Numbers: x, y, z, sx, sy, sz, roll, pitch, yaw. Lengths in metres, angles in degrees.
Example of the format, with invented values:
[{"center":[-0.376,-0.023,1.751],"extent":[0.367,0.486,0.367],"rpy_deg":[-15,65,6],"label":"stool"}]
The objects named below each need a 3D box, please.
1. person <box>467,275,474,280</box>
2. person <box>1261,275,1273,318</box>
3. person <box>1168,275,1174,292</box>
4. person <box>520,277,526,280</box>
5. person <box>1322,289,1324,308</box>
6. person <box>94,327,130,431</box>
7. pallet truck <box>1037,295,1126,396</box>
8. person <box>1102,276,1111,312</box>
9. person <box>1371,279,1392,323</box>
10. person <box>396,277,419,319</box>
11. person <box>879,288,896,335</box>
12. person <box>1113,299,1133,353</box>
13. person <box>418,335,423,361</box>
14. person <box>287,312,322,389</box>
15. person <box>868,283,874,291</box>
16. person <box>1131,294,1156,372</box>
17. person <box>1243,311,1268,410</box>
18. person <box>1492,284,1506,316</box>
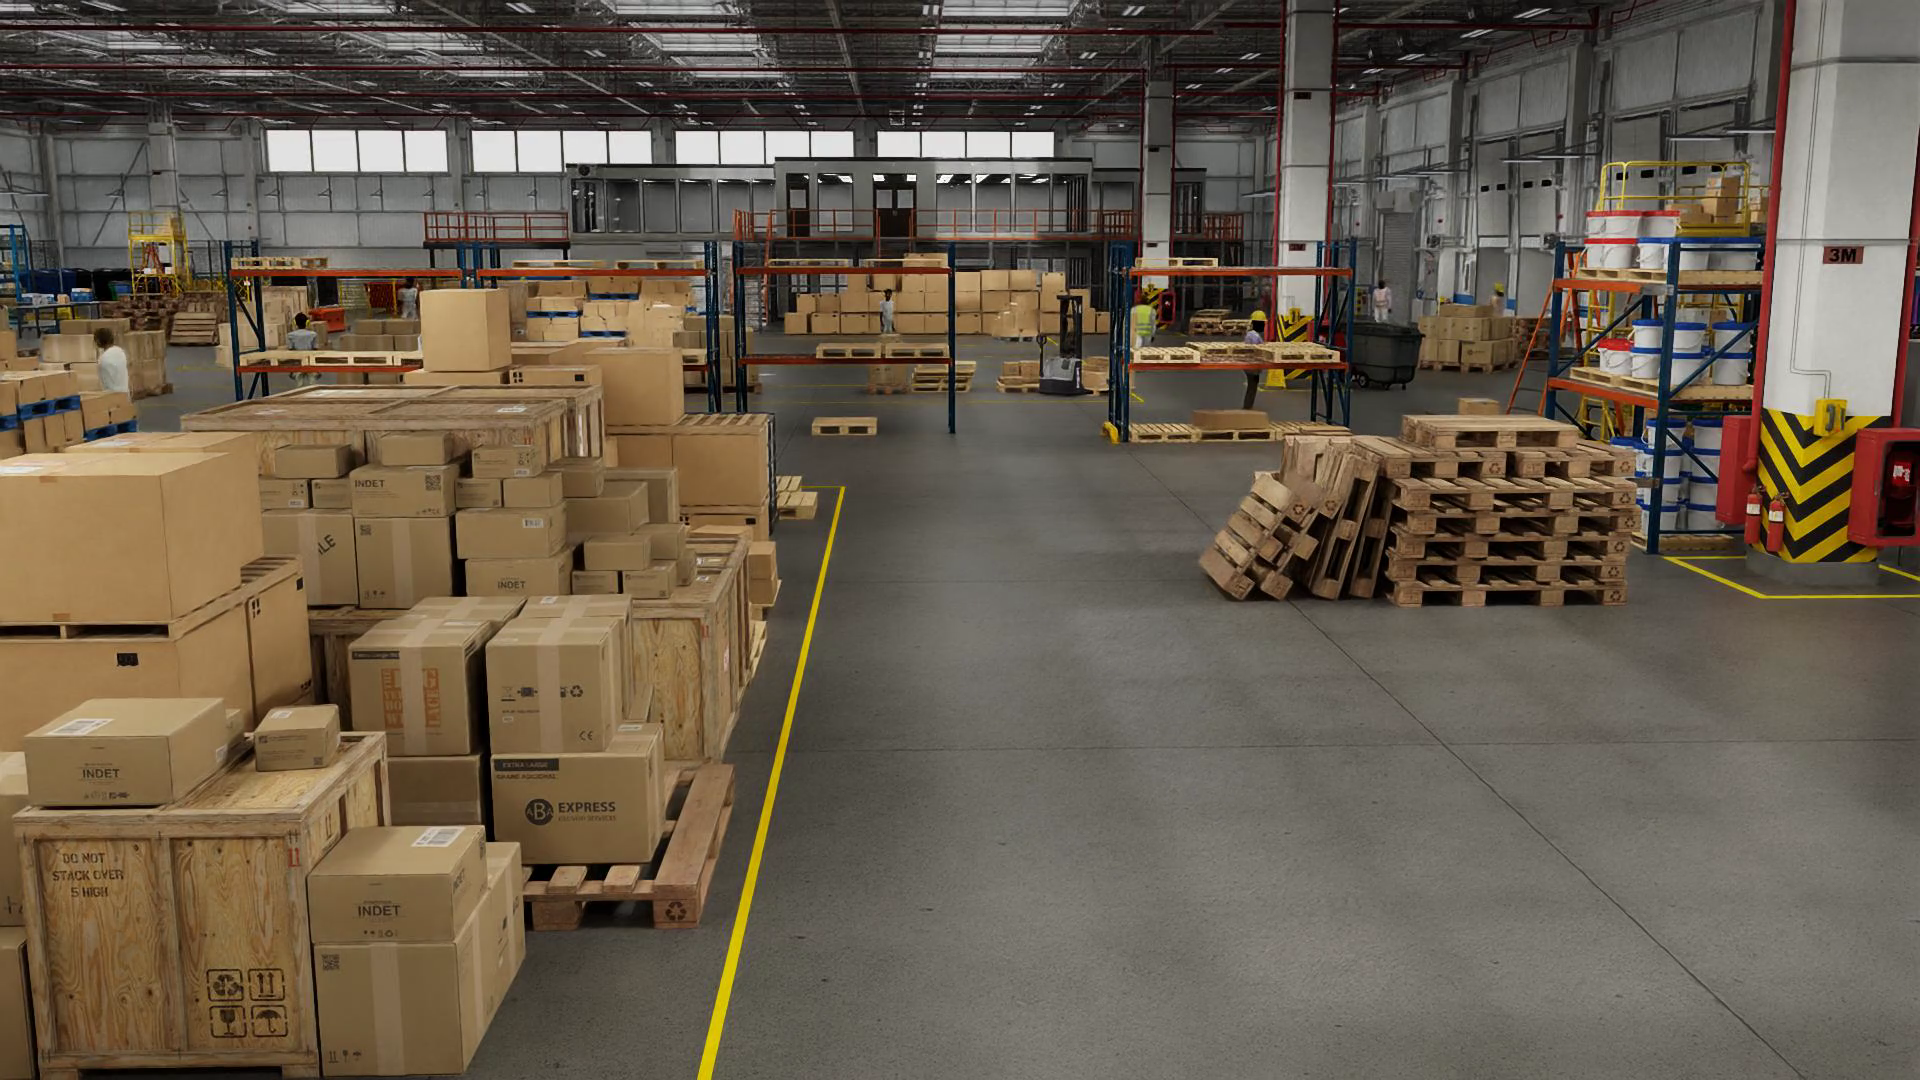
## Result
[{"center":[-20.311,-10.216,68.776],"extent":[0.507,1.846,0.344],"rpy_deg":[-2,10,-11],"label":"person"},{"center":[12.098,-9.662,65.333],"extent":[0.623,1.974,0.608],"rpy_deg":[-4,11,-19],"label":"person"},{"center":[7.896,-9.325,63.713],"extent":[0.621,1.888,1.018],"rpy_deg":[8,13,39],"label":"person"},{"center":[-15.783,-8.631,60.171],"extent":[0.315,1.769,0.525],"rpy_deg":[-6,12,-30],"label":"person"},{"center":[11.370,-7.389,52.837],"extent":[0.400,1.923,0.546],"rpy_deg":[-8,13,-38],"label":"person"},{"center":[-11.115,-1.852,21.956],"extent":[0.530,1.923,0.639],"rpy_deg":[-1,10,-6],"label":"person"},{"center":[2.483,-3.881,33.060],"extent":[1.885,1.965,0.823],"rpy_deg":[-7,13,-36],"label":"pallet truck"},{"center":[6.255,-10.590,70.751],"extent":[0.337,1.882,0.585],"rpy_deg":[-3,11,-15],"label":"person"},{"center":[13.608,-7.511,53.758],"extent":[0.646,1.823,0.456],"rpy_deg":[6,12,31],"label":"person"},{"center":[-17.231,-7.227,51.864],"extent":[0.714,1.946,0.393],"rpy_deg":[-5,11,-24],"label":"person"},{"center":[-1.827,-5.415,41.998],"extent":[0.328,1.860,0.521],"rpy_deg":[8,13,38],"label":"person"},{"center":[3.387,-4.144,34.692],"extent":[0.370,1.940,0.627],"rpy_deg":[8,13,39],"label":"person"},{"center":[-8.335,-2.649,26.517],"extent":[0.573,1.883,0.359],"rpy_deg":[2,10,13],"label":"person"},{"center":[-10.900,-2.848,27.659],"extent":[0.518,1.873,0.328],"rpy_deg":[-3,11,-18],"label":"person"},{"center":[-2.970,-8.274,58.316],"extent":[0.638,1.726,0.488],"rpy_deg":[-4,11,-23],"label":"person"},{"center":[4.248,-4.802,38.680],"extent":[0.627,1.823,0.782],"rpy_deg":[0,10,-1],"label":"person"},{"center":[4.815,-2.780,27.159],"extent":[0.389,1.919,0.587],"rpy_deg":[1,10,6],"label":"person"},{"center":[15.113,-6.221,46.491],"extent":[0.669,1.863,0.796],"rpy_deg":[-8,13,-37],"label":"person"}]
